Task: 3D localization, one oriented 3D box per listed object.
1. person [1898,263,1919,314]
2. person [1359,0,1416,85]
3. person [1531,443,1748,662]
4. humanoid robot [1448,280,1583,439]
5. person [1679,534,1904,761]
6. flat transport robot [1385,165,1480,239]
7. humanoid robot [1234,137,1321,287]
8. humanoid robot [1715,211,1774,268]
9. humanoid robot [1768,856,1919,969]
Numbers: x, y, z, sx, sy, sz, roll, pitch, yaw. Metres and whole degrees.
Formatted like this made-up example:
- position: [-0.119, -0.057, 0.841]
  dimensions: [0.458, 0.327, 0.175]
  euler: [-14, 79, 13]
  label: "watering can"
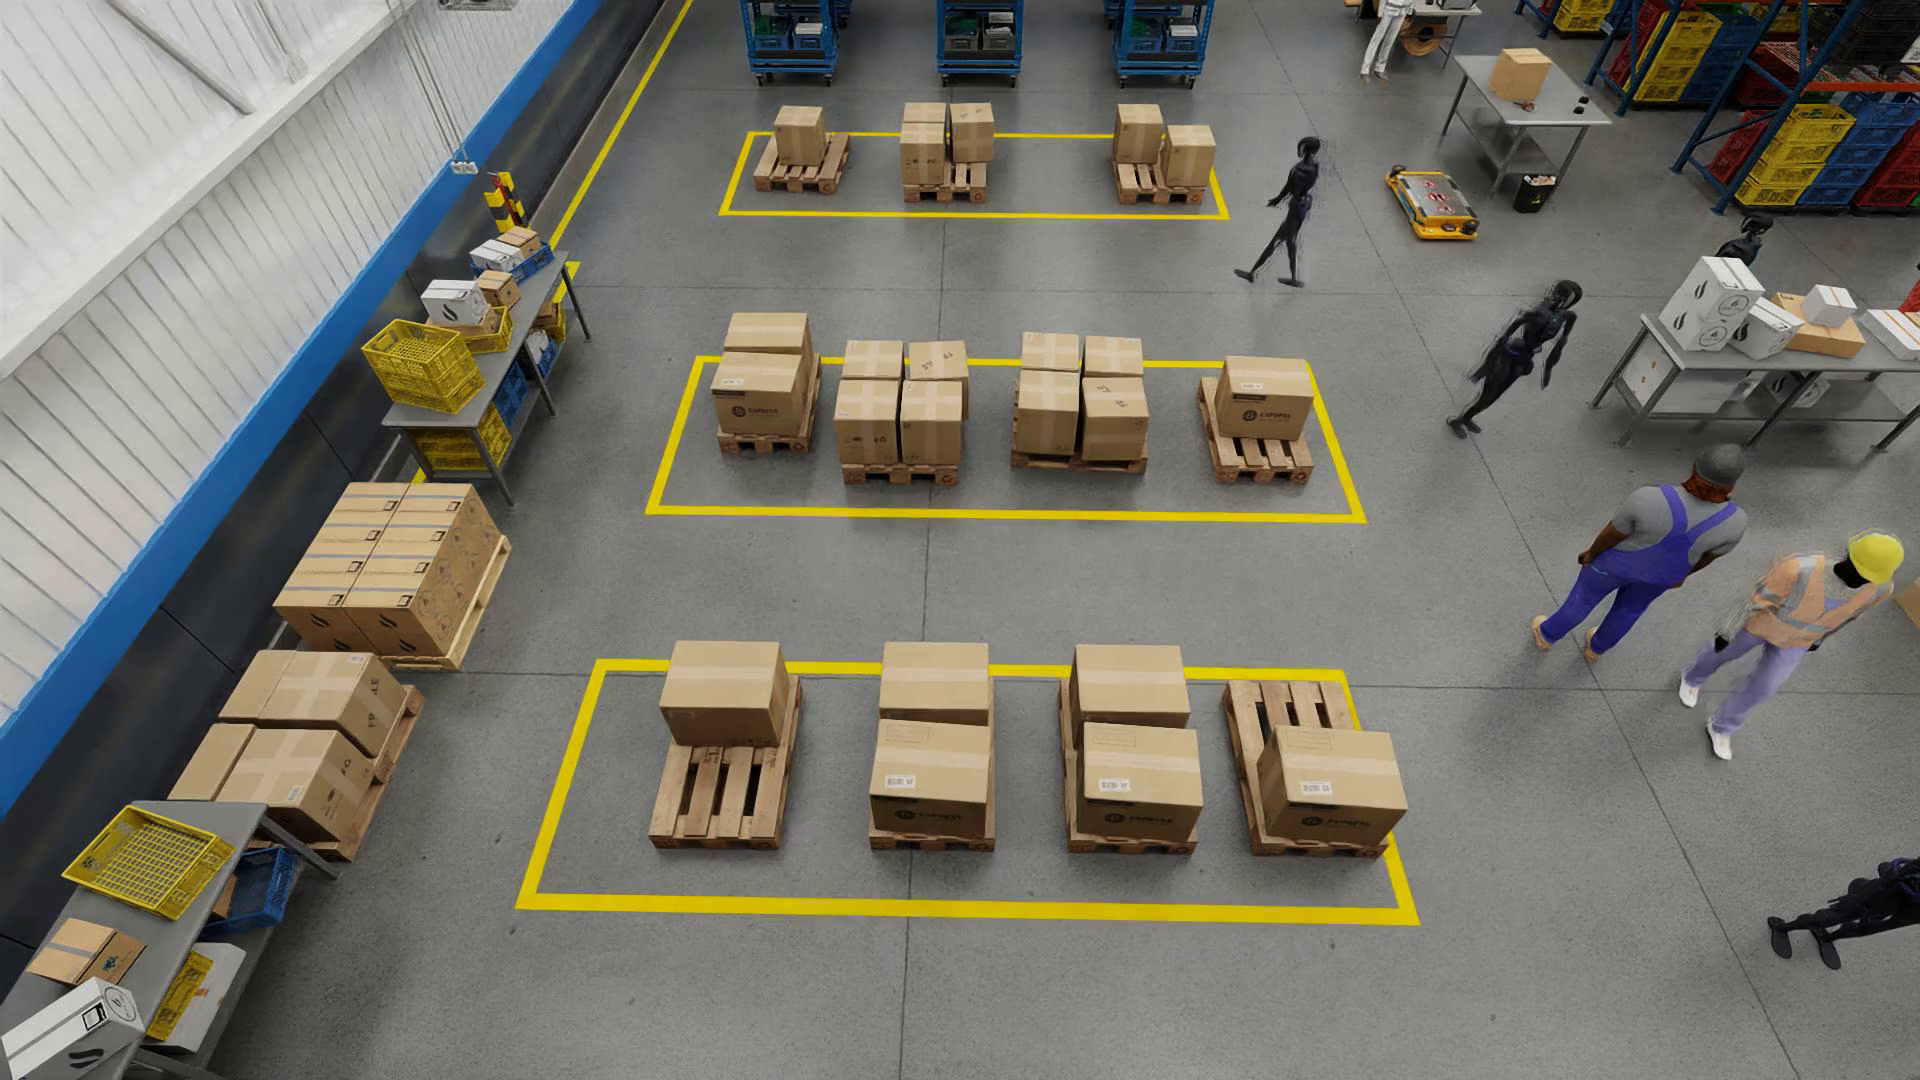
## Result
- position: [9.553, -2.697, 8.726]
  dimensions: [0.610, 1.997, 0.376]
  euler: [2, 49, 2]
  label: "person"
- position: [6.131, -7.444, 12.909]
  dimensions: [0.572, 1.882, 0.356]
  euler: [-11, 50, -10]
  label: "person"
- position: [4.649, 0.098, 6.278]
  dimensions: [0.688, 2.000, 0.539]
  euler: [15, 51, 13]
  label: "person"
- position: [4.807, -1.532, 7.938]
  dimensions: [0.606, 1.635, 0.501]
  euler: [-8, 50, -7]
  label: "humanoid robot"
- position: [5.258, 0.669, 5.874]
  dimensions: [0.621, 1.891, 0.843]
  euler: [17, 51, 14]
  label: "person"
- position: [5.692, -4.094, 11.059]
  dimensions: [0.652, 0.197, 1.431]
  euler: [1, 49, 1]
  label: "flat transport robot"
- position: [3.424, -3.406, 9.569]
  dimensions: [0.728, 1.625, 0.543]
  euler: [23, 53, 19]
  label: "humanoid robot"
- position: [6.991, -2.280, 8.565]
  dimensions: [0.595, 1.657, 0.321]
  euler: [-22, 53, -18]
  label: "humanoid robot"
- position: [5.119, 1.942, 4.918]
  dimensions: [0.582, 1.651, 0.333]
  euler: [9, 50, 8]
  label: "humanoid robot"
